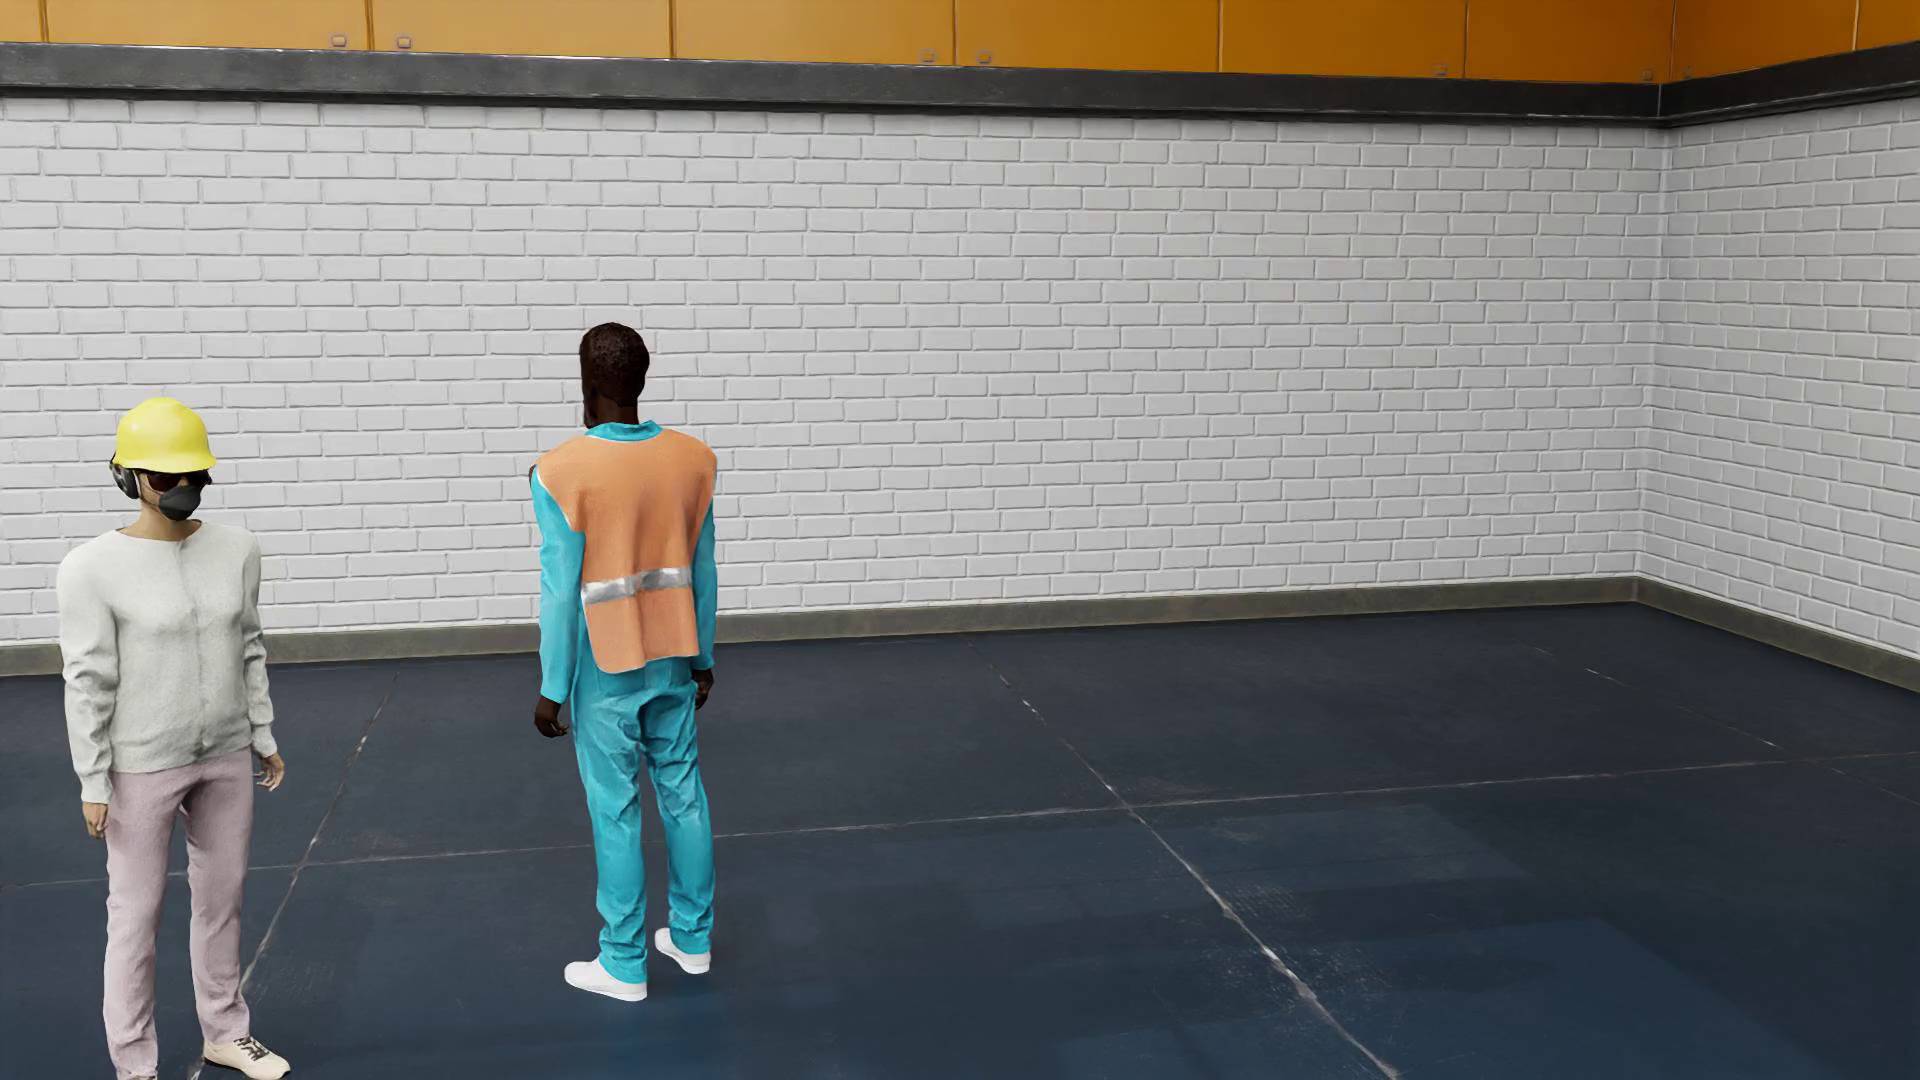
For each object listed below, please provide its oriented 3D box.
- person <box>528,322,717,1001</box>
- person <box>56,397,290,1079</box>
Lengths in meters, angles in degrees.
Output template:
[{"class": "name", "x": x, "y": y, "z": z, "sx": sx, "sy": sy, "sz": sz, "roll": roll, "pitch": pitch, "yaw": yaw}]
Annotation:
[{"class": "person", "x": -0.929, "y": 0.348, "z": 4.726, "sx": 0.383, "sy": 1.918, "sz": 0.591, "roll": 9, "pitch": 13, "yaw": 43}, {"class": "person", "x": -1.890, "y": 0.534, "z": 4.058, "sx": 0.326, "sy": 1.767, "sz": 0.533, "roll": 6, "pitch": 11, "yaw": 31}]
